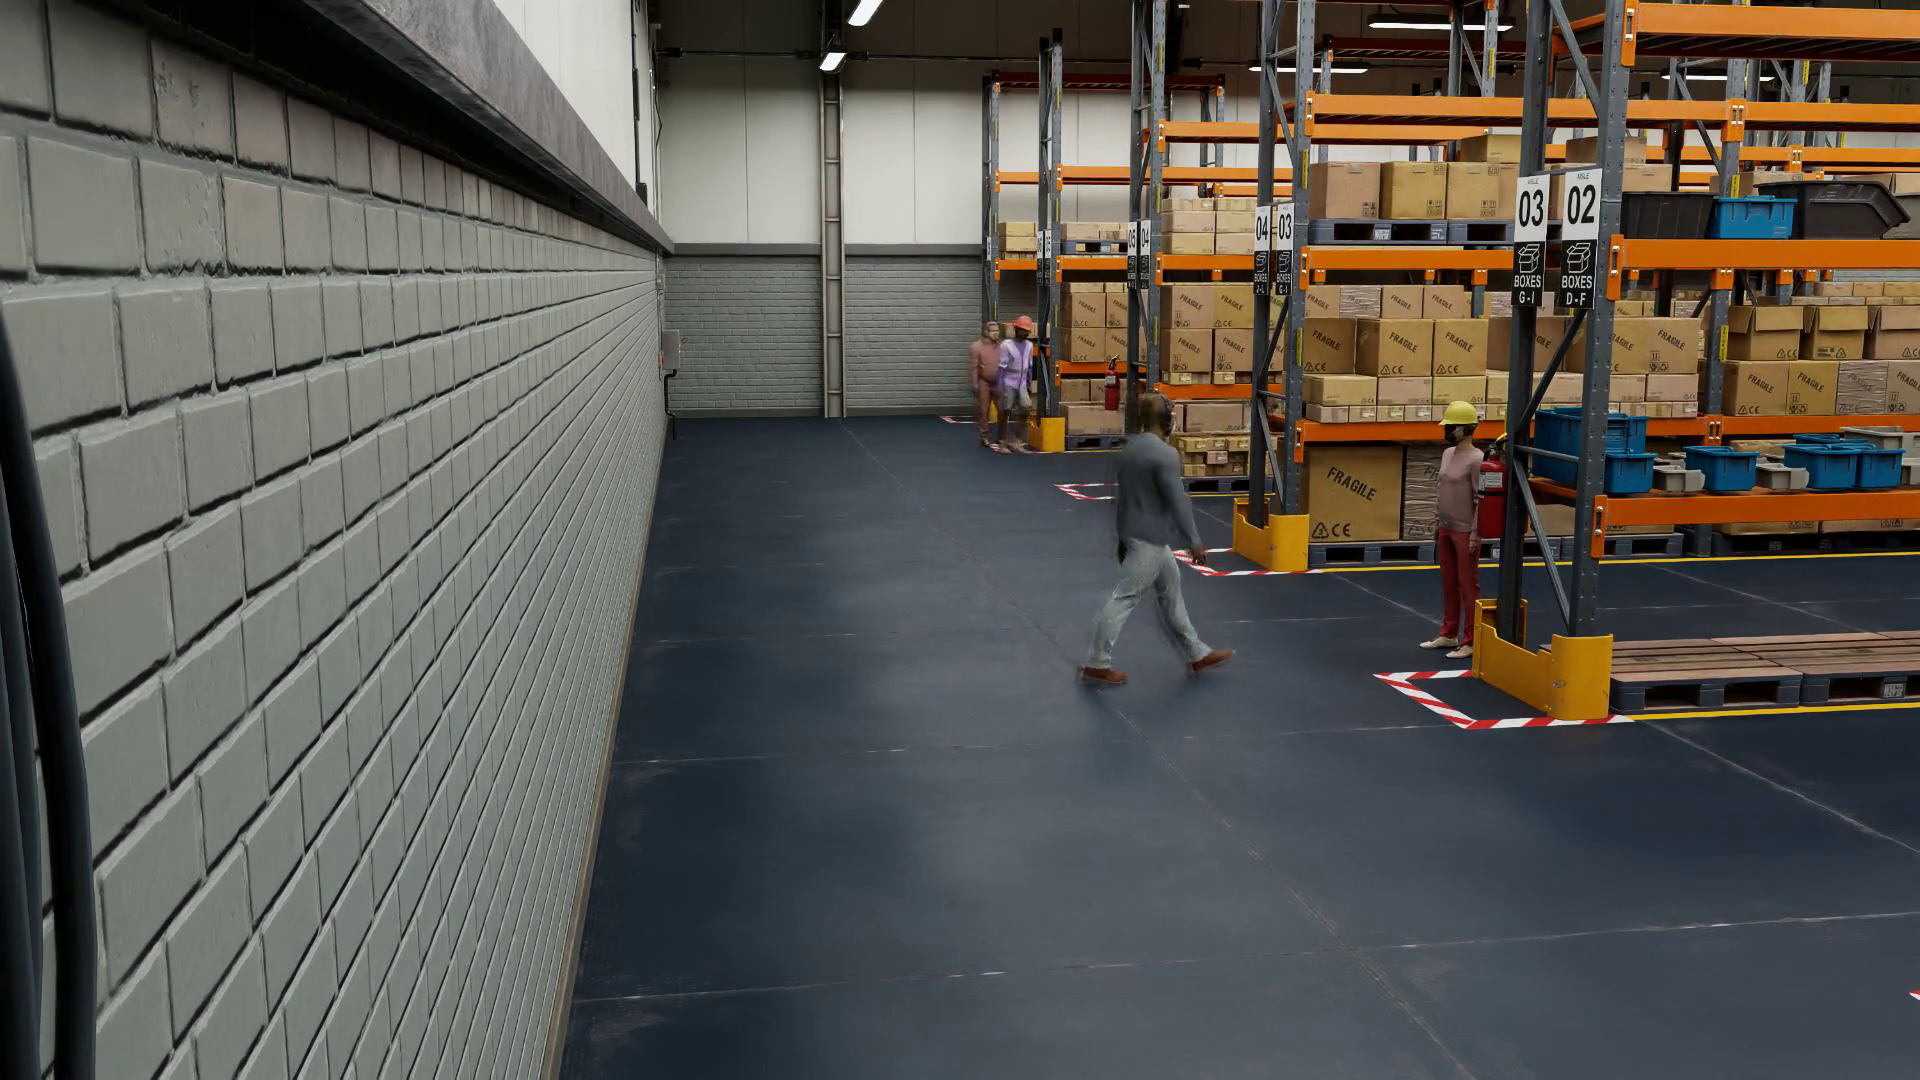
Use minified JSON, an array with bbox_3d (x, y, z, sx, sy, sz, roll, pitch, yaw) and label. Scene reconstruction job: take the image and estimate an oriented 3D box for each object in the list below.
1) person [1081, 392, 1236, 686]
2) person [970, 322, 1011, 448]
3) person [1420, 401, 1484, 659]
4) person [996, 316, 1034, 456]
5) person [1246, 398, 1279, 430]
[{"bbox_3d":[1.260,-0.001,10.659,1.080,1.873,0.640,-2,9,-10],"label":"person"},{"bbox_3d":[0.482,-2.305,24.829,0.640,1.884,0.790,-2,9,-13],"label":"person"},{"bbox_3d":[3.411,-0.071,11.431,0.313,1.767,0.534,-2,10,-15],"label":"person"},{"bbox_3d":[0.804,-2.194,23.813,0.733,1.988,0.800,-7,11,-36],"label":"person"},{"bbox_3d":[4.305,-2.070,23.563,0.910,1.834,0.540,-1,9,-6],"label":"person"}]
